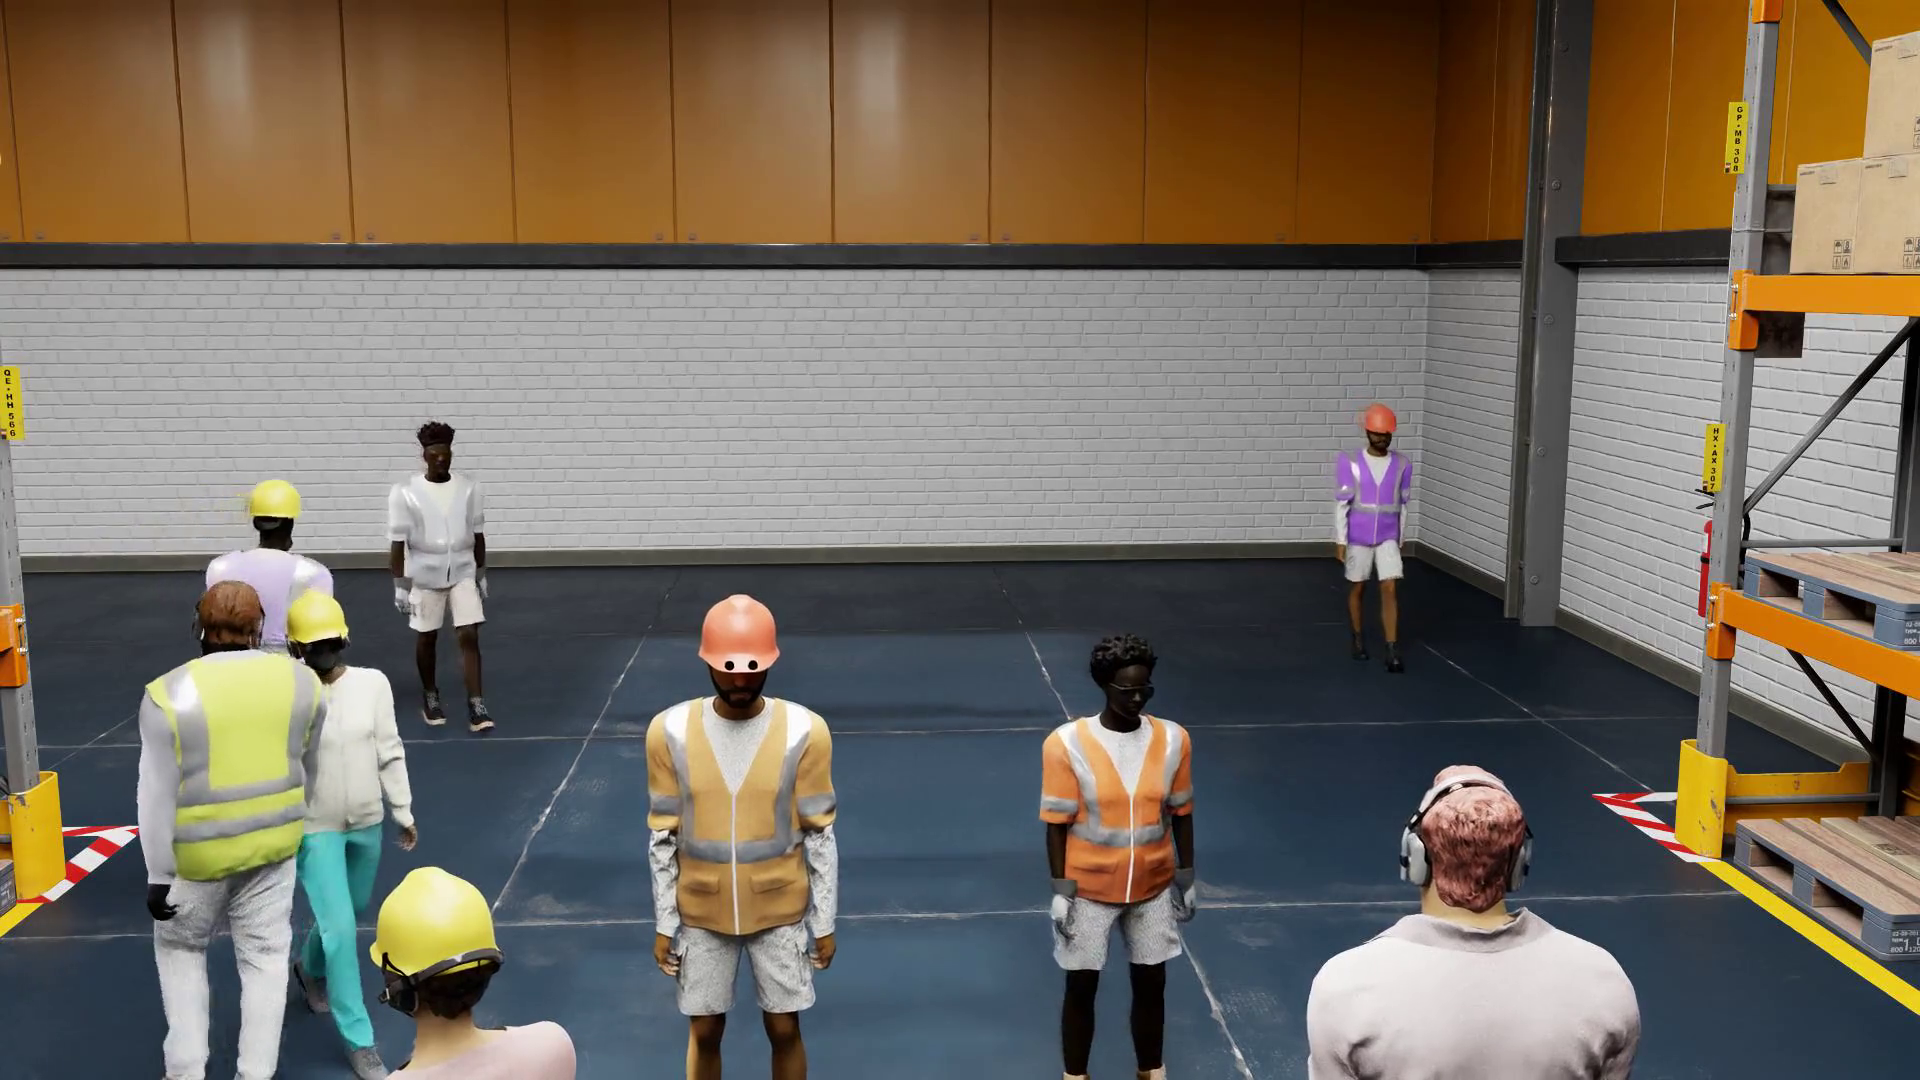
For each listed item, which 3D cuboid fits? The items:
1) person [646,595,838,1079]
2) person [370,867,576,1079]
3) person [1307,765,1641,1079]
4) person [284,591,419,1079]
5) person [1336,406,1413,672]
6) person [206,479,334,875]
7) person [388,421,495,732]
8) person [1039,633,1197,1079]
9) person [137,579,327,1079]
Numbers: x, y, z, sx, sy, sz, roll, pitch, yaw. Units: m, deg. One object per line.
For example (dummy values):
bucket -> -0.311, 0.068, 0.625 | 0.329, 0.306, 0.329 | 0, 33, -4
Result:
person -> -0.644, 1.100, 4.945 | 0.559, 1.924, 0.425 | 0, 9, -1
person -> -0.936, 1.468, 3.102 | 0.311, 1.769, 0.522 | 7, 12, 39
person -> 0.953, 1.374, 3.244 | 0.638, 1.911, 0.406 | -1, 9, -4
person -> -2.310, 1.015, 6.072 | 0.876, 1.732, 0.522 | 8, 12, 40
person -> 2.977, -0.003, 11.930 | 0.555, 1.894, 0.945 | 1, 9, 4
person -> -3.160, 0.677, 7.630 | 0.598, 1.910, 0.726 | 0, 9, -2
person -> -3.175, 0.243, 10.260 | 0.623, 1.927, 0.935 | -6, 11, -32
person -> 0.519, 1.131, 5.447 | 0.543, 1.698, 0.326 | -2, 9, -14
person -> -2.471, 1.040, 5.627 | 0.641, 1.822, 0.571 | -9, 13, -44
